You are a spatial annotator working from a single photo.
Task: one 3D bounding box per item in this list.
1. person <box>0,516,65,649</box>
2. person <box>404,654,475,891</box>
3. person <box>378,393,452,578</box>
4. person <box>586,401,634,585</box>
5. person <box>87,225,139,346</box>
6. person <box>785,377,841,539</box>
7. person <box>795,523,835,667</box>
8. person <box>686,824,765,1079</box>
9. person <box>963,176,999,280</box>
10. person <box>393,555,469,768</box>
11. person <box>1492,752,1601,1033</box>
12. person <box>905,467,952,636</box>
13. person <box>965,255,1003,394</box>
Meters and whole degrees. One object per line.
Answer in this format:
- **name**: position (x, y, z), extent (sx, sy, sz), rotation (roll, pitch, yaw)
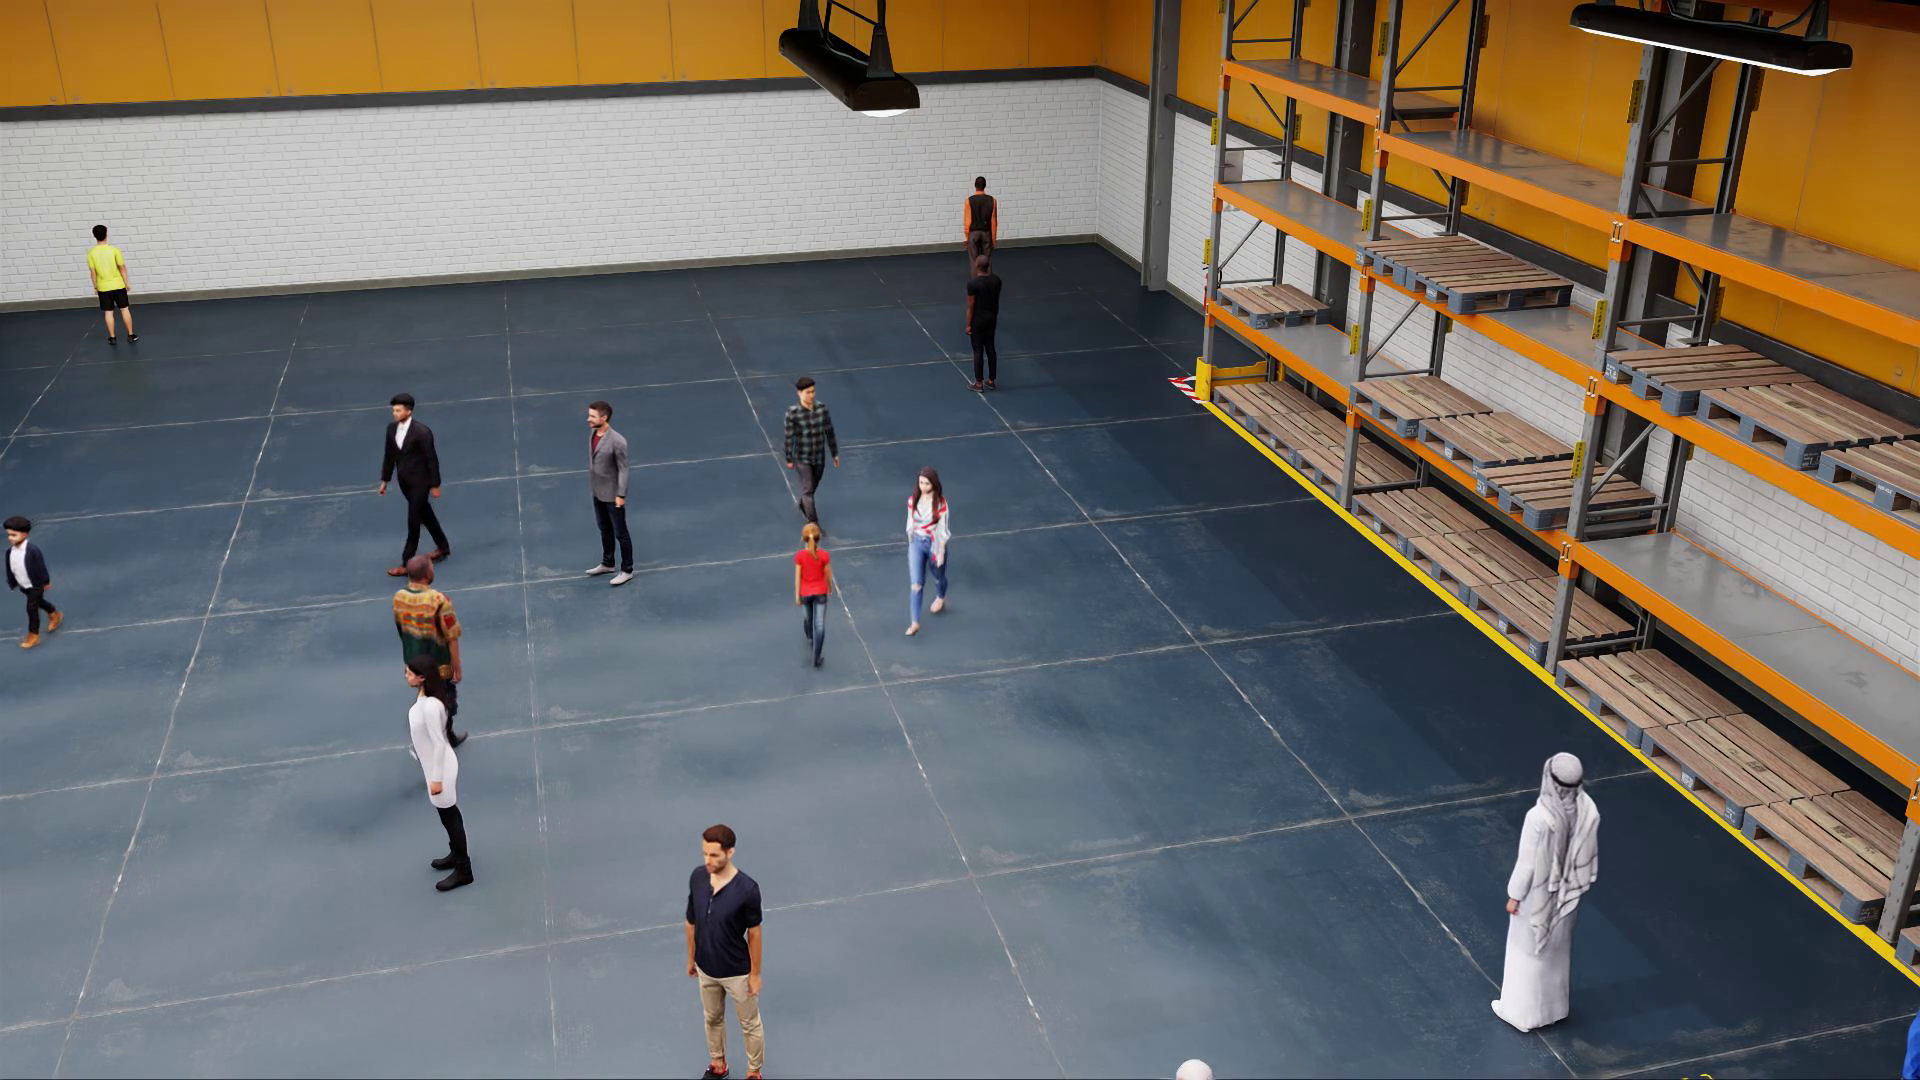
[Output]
- **person**: position (-8.528, 0.337, 15.317), extent (0.737, 1.206, 0.914), rotation (5, 24, 12)
- **person**: position (-3.642, 1.608, 11.659), extent (0.685, 1.807, 0.469), rotation (-8, 25, -18)
- **person**: position (-5.386, -0.607, 16.684), extent (1.162, 1.840, 1.199), rotation (15, 28, 31)
- **person**: position (-3.461, -0.488, 16.370), extent (0.739, 1.874, 0.846), rotation (20, 31, 38)
- **person**: position (-12.179, -3.669, 23.852), extent (0.660, 1.709, 0.580), rotation (-10, 26, -22)
- **person**: position (-1.619, -0.921, 17.531), extent (0.875, 1.681, 1.166), rotation (-13, 27, -27)
- **person**: position (-1.312, 0.511, 14.816), extent (0.632, 1.288, 0.870), rotation (1, 24, 2)
- **person**: position (-1.356, 2.453, 9.661), extent (0.706, 1.859, 0.722), rotation (8, 25, 19)
- **person**: position (0.315, -4.739, 26.051), extent (0.715, 1.908, 0.623), rotation (-4, 24, -9)
- **person**: position (-4.196, 0.995, 13.083), extent (1.015, 1.790, 1.156), rotation (7, 25, 16)
- **person**: position (3.614, 2.166, 10.234), extent (0.696, 1.925, 0.619), rotation (-7, 25, -17)
- **person**: position (-0.253, 0.055, 15.512), extent (0.995, 1.566, 1.187), rotation (8, 25, 17)
- **person**: position (0.308, -2.849, 21.838), extent (0.731, 1.820, 0.682), rotation (-15, 28, -31)
